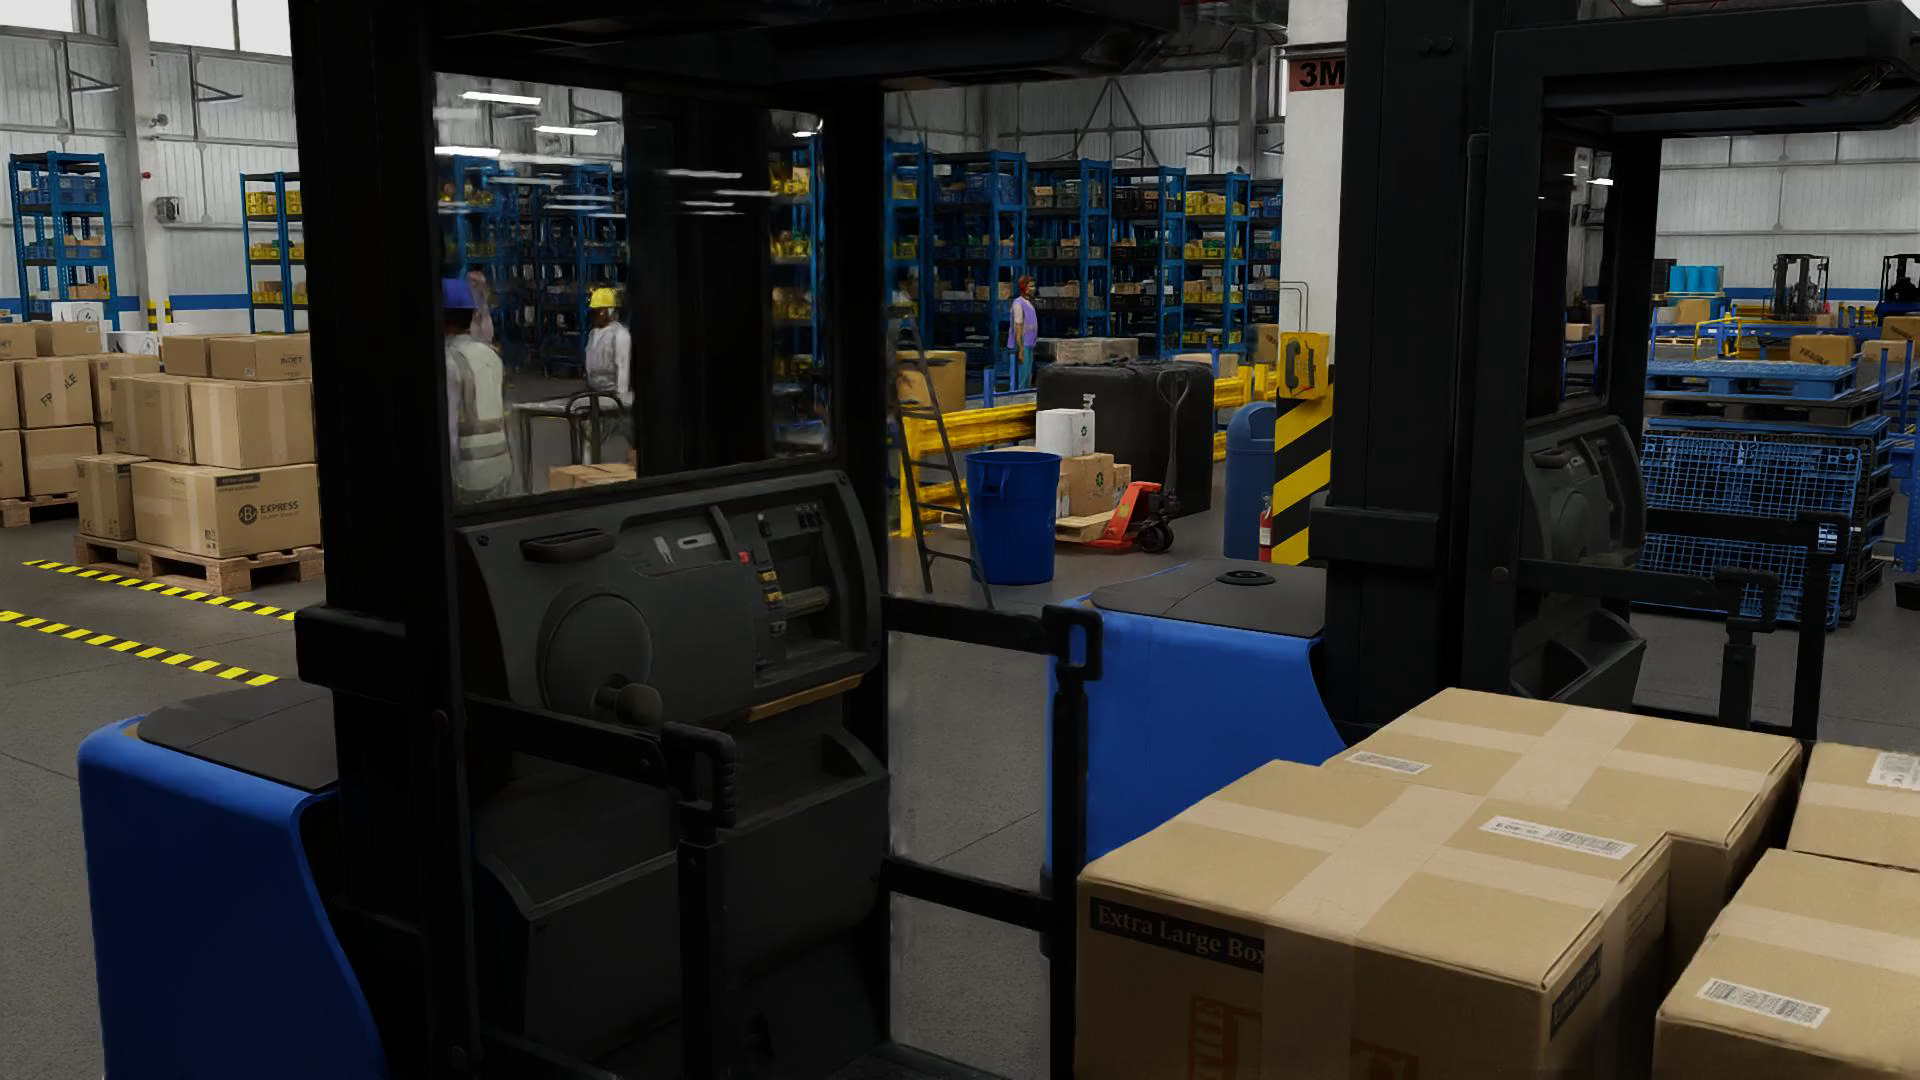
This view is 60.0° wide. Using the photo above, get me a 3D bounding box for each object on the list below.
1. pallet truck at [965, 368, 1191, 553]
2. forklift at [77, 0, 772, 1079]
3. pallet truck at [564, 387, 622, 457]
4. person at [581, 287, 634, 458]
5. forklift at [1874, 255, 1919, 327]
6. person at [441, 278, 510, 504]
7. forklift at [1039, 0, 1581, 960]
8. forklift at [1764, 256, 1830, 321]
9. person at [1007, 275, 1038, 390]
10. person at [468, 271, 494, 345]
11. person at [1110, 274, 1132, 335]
[{"bbox_3d":[0.845,-0.609,11.869,1.630,1.274,0.653,7,12,35],"label":"pallet truck"},{"bbox_3d":[-0.767,0.064,3.164,1.873,2.768,1.129,7,12,35],"label":"forklift"},{"bbox_3d":[-1.981,-0.274,10.088,0.680,1.201,1.601,-5,11,-28],"label":"pallet truck"},{"bbox_3d":[-3.193,-1.435,15.362,0.597,1.788,0.957,8,13,40],"label":"person"},{"bbox_3d":[22.089,-5.634,38.796,1.157,1.987,2.680,6,11,33],"label":"forklift"},{"bbox_3d":[-2.647,-0.394,8.720,0.697,1.922,0.649,3,10,17],"label":"person"},{"bbox_3d":[1.249,-0.137,4.360,1.873,2.768,1.129,7,12,35],"label":"forklift"},{"bbox_3d":[20.253,-5.854,40.139,1.157,1.987,2.680,7,12,35],"label":"forklift"},{"bbox_3d":[0.790,-2.375,20.759,0.384,1.845,0.570,2,10,13],"label":"person"},{"bbox_3d":[-6.330,-2.534,21.576,0.650,1.887,0.665,-1,10,-7],"label":"person"},{"bbox_3d":[3.023,-4.107,31.119,0.404,1.830,0.602,-5,11,-26],"label":"person"}]
